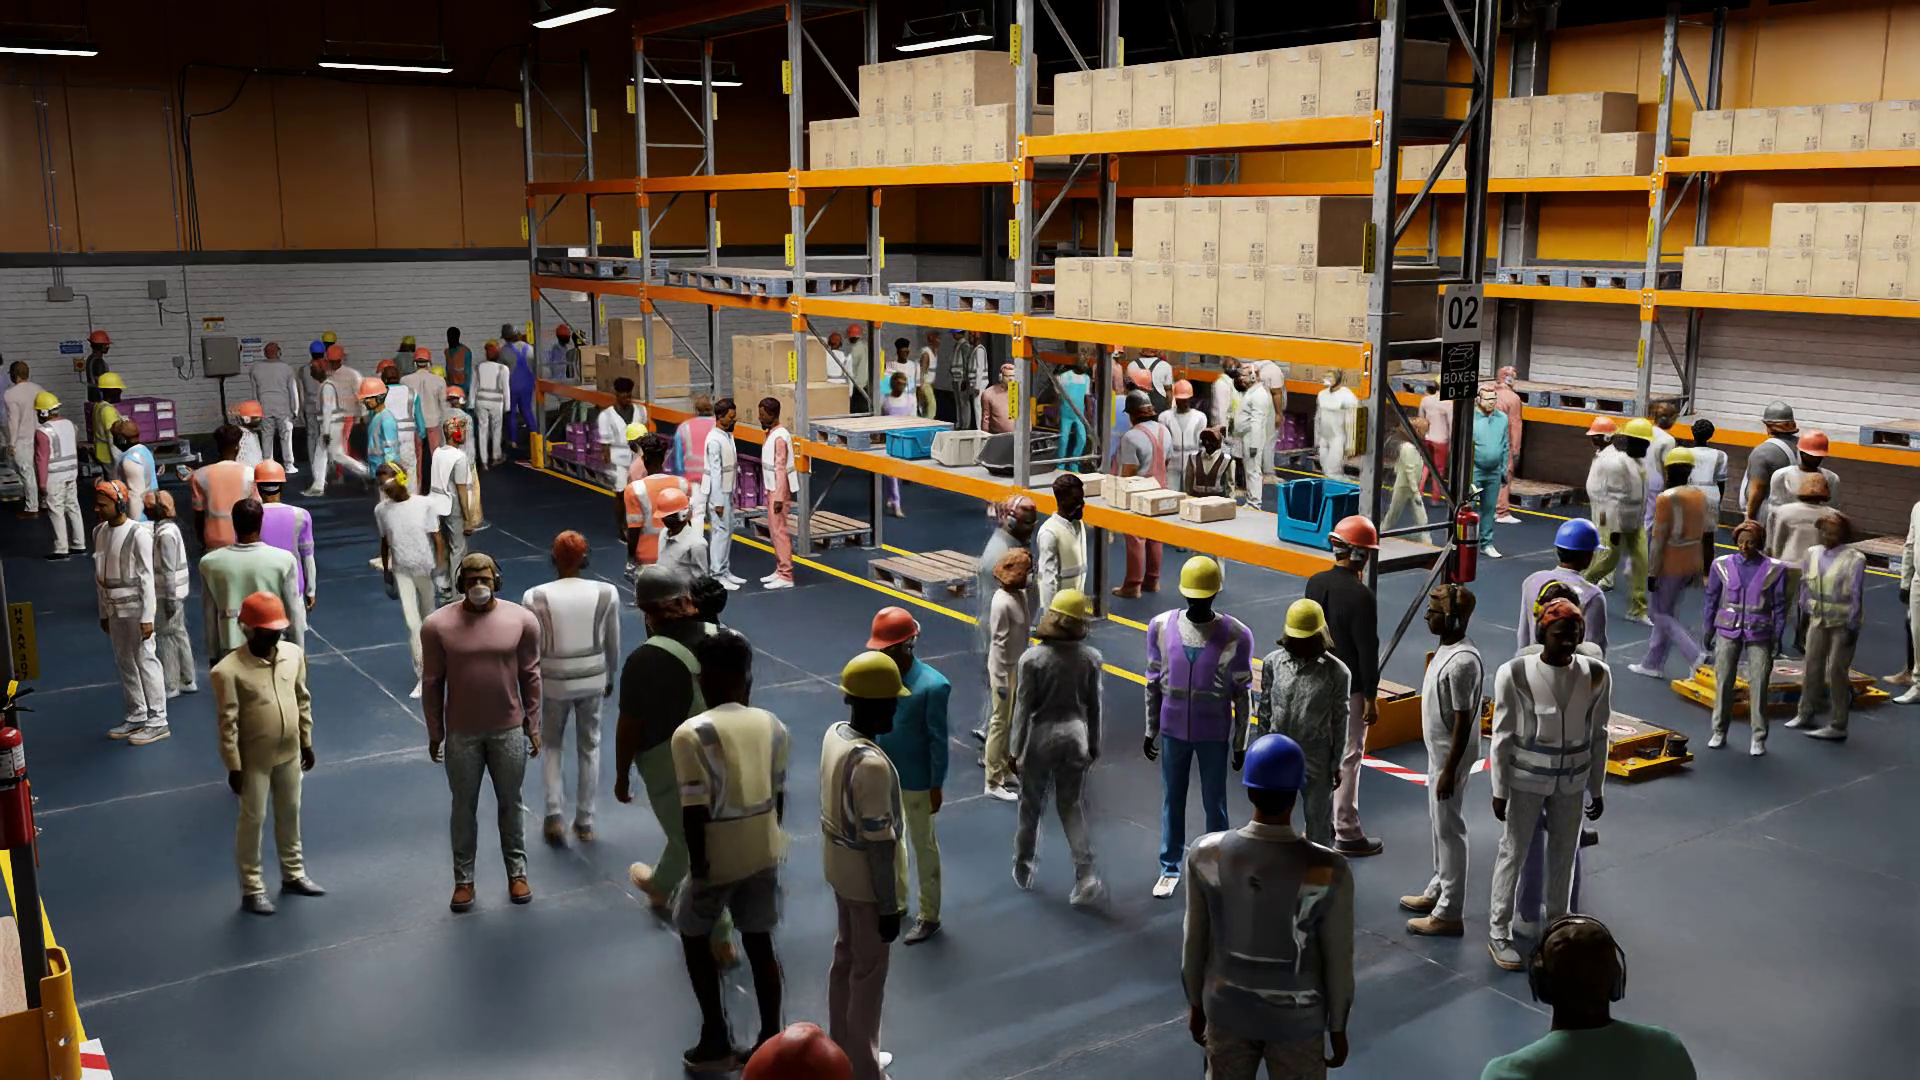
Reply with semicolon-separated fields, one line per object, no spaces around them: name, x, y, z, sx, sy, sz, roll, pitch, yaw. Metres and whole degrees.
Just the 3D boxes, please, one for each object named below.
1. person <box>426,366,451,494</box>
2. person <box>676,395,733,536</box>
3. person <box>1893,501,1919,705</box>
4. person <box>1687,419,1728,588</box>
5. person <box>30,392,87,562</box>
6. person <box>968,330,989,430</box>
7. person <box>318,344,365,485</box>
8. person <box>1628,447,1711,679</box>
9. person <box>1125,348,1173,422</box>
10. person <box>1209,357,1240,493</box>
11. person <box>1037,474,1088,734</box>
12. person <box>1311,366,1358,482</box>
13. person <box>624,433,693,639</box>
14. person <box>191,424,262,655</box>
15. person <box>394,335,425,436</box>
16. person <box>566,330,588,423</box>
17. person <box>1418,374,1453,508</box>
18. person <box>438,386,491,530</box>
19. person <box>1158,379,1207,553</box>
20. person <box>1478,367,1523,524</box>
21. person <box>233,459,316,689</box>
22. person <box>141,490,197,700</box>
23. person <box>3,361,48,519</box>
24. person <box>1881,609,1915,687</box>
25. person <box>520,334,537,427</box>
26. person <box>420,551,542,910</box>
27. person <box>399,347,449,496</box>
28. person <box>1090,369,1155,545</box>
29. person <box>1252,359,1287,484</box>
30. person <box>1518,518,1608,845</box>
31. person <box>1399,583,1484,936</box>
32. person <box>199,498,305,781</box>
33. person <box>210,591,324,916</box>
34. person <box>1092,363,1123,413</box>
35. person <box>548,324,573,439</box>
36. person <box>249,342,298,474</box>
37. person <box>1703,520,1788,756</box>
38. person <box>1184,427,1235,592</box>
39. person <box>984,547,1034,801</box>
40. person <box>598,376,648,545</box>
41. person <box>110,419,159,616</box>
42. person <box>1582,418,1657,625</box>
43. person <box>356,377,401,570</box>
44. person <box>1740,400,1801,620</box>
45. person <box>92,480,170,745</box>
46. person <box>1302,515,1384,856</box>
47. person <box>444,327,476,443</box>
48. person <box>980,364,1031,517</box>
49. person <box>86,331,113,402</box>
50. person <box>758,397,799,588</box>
person;-6.852;-1.432;21.981;0.488;1.737;0.320;5;12;23
person;-2.726;-0.653;17.819;0.618;1.803;0.909;-1;11;-6
person;7.328;0.351;12.439;0.400;1.894;0.658;-5;12;-23
person;7.341;-0.358;16.568;0.533;1.697;0.319;1;11;7
person;-9.723;-0.680;17.901;0.403;1.824;0.593;2;11;9
person;0.284;-2.546;27.310;0.365;1.879;0.584;-1;11;-4
person;-8.606;-1.776;23.212;0.626;1.949;0.977;2;11;8
person;5.710;0.215;13.184;0.631;1.879;0.690;-7;13;-31
person;2.694;-1.887;23.510;0.674;2.000;0.535;4;12;19
person;3.528;-1.556;22.440;0.542;1.817;0.684;5;12;26
person;0.722;0.478;11.717;0.379;1.917;0.597;5;12;23
person;4.492;-1.157;20.069;0.427;1.927;0.626;-5;12;-23
person;-2.436;0.117;13.444;0.614;1.963;0.362;-9;14;-39
person;-6.206;-0.026;14.219;0.622;1.935;0.740;-3;11;-15
person;-9.114;-2.532;27.589;0.506;1.725;0.439;0;11;2
person;-6.127;-2.445;26.818;0.534;1.863;0.311;9;14;39
person;6.030;-1.262;21.035;0.382;1.758;0.565;-9;14;-39
person;-5.863;-0.951;19.561;0.587;1.707;0.726;6;12;26
person;2.441;-0.809;18.312;0.541;1.923;0.391;1;11;5
person;6.552;-1.146;20.153;0.397;1.896;0.711;-5;12;-26
person;-5.054;0.364;12.301;0.548;1.924;0.387;-7;13;-33
person;-6.086;0.427;12.735;0.357;1.639;0.541;-5;12;-25
person;-11.438;-1.228;20.398;0.357;1.938;0.637;2;11;11
person;7.674;0.368;12.926;0.694;1.667;0.551;8;14;36
person;-7.579;-2.797;29.226;0.278;1.632;0.506;0;11;1
person;-2.550;1.013;8.932;0.632;1.940;0.372;-4;12;-17
person;-7.026;-1.533;21.848;0.616;1.986;0.407;-3;12;-17
person;1.893;-0.958;18.928;0.694;1.973;0.847;8;13;34
person;4.280;-1.803;23.080;0.536;2.000;0.688;-6;13;-28
person;3.571;0.830;9.841;0.398;1.945;0.616;-5;12;-26
person;2.505;1.124;8.599;0.339;1.845;0.513;2;11;9
person;-4.532;0.685;10.696;0.591;1.909;0.390;-2;11;-12
person;-3.676;1.121;8.880;0.360;1.743;0.567;6;13;28
person;2.323;-2.262;26.333;0.536;1.691;0.319;7;13;32
person;-6.597;-2.622;27.571;0.462;1.920;0.562;2;11;8
person;-9.821;-1.888;23.900;0.637;1.900;0.401;-1;11;-6
person;5.416;0.665;11.507;0.524;1.631;0.318;7;13;32
person;2.459;-0.304;16.436;0.514;1.642;0.310;5;12;23
person;0.323;0.842;10.608;0.286;1.625;0.506;4;12;18
person;-3.681;-0.864;18.547;0.643;1.928;0.727;-8;13;-34
person;-7.634;-0.200;15.397;0.430;1.841;0.623;-4;12;-18
person;6.045;-0.186;15.240;0.591;1.901;0.863;-7;13;-32
person;-6.070;-0.693;17.443;0.407;2.031;0.612;-6;13;-30
person;7.404;-0.267;15.221;0.687;2.000;0.535;-4;12;-21
person;-5.860;0.504;11.712;0.568;1.878;0.350;6;12;27
person;2.240;0.841;9.689;0.390;1.986;0.609;-5;12;-25
person;-8.139;-2.517;27.087;0.584;1.911;0.393;7;13;32
person;0.573;-1.220;20.480;0.643;1.901;0.395;-2;11;-12
person;-12.507;-2.034;24.292;0.407;2.035;0.610;-8;14;-36
person;-1.825;-0.480;16.669;0.404;1.906;0.598;-3;11;-14
